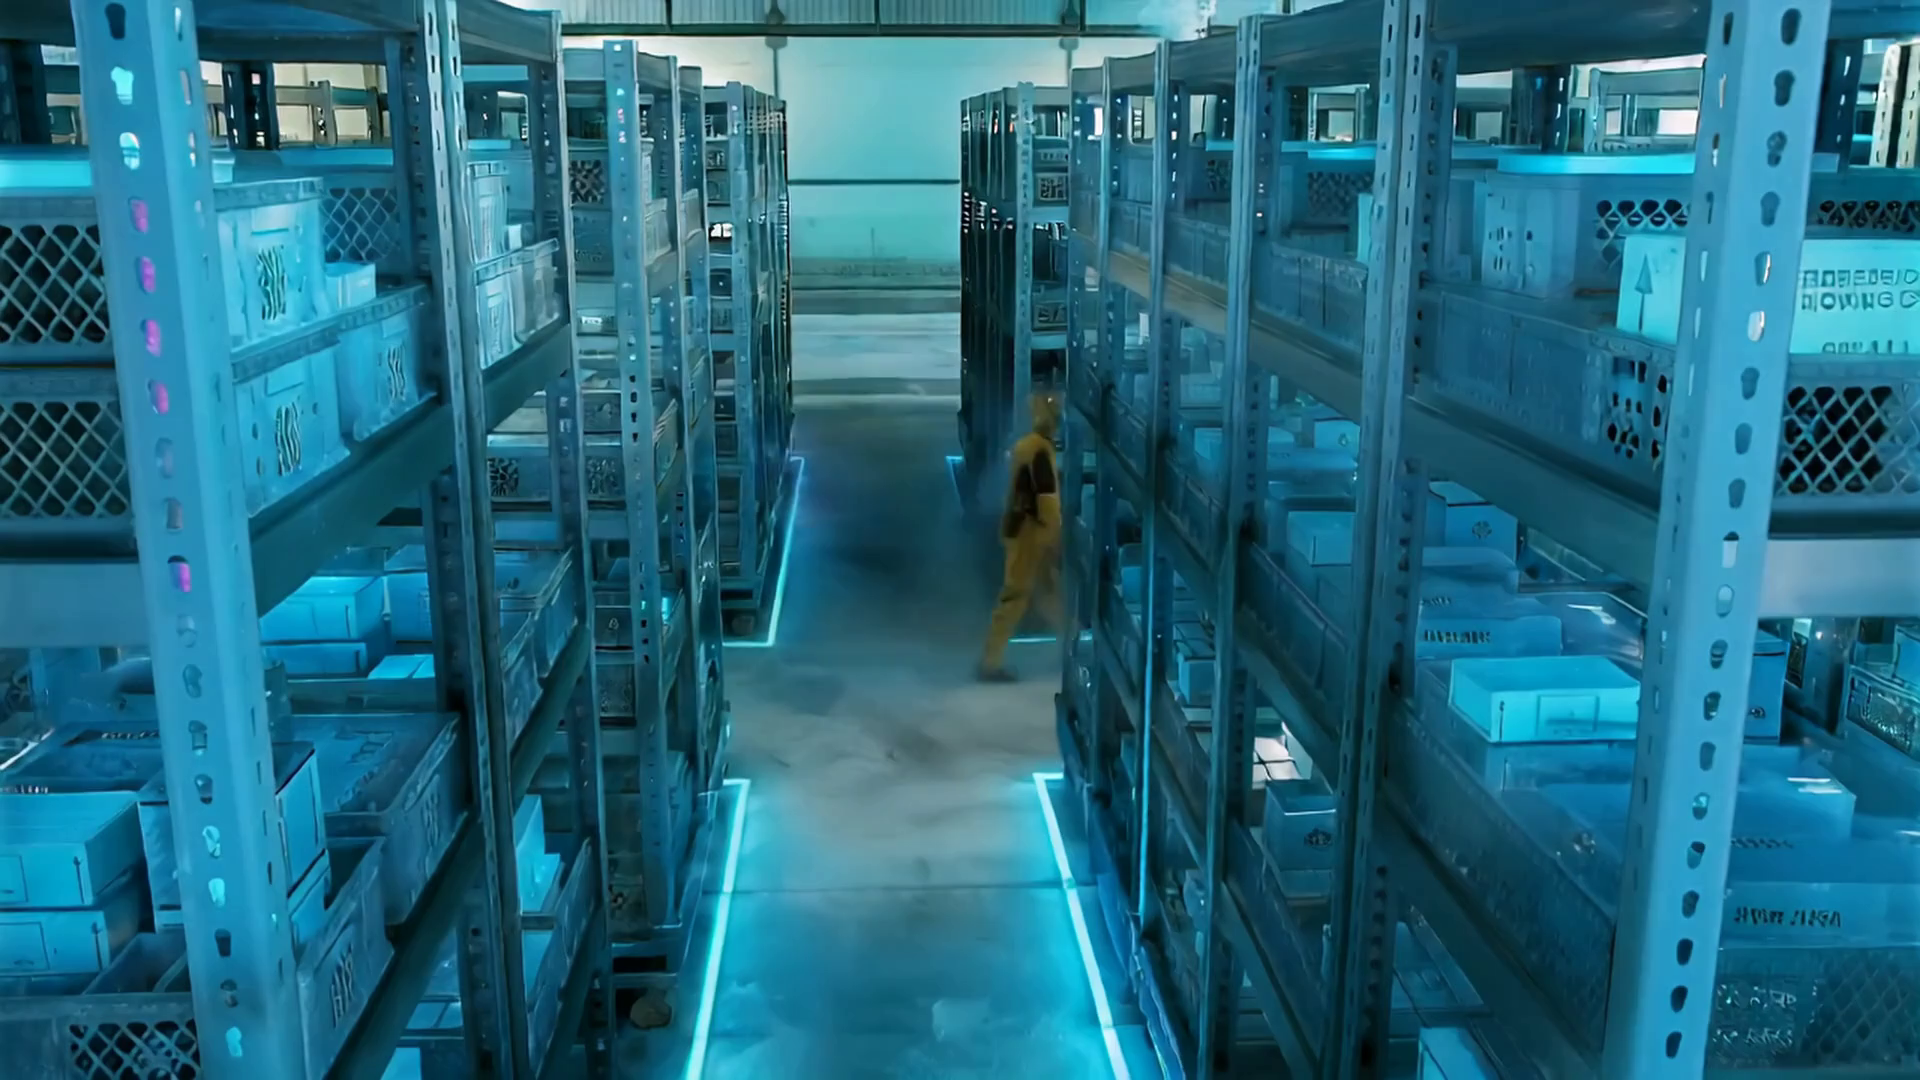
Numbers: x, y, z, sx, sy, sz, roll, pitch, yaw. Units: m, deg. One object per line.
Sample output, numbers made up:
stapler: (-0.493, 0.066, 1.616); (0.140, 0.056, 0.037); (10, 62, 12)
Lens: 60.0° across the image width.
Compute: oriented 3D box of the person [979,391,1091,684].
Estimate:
person: (0.556, 0.001, 10.041); (0.955, 1.797, 0.594); (1, 14, 3)
